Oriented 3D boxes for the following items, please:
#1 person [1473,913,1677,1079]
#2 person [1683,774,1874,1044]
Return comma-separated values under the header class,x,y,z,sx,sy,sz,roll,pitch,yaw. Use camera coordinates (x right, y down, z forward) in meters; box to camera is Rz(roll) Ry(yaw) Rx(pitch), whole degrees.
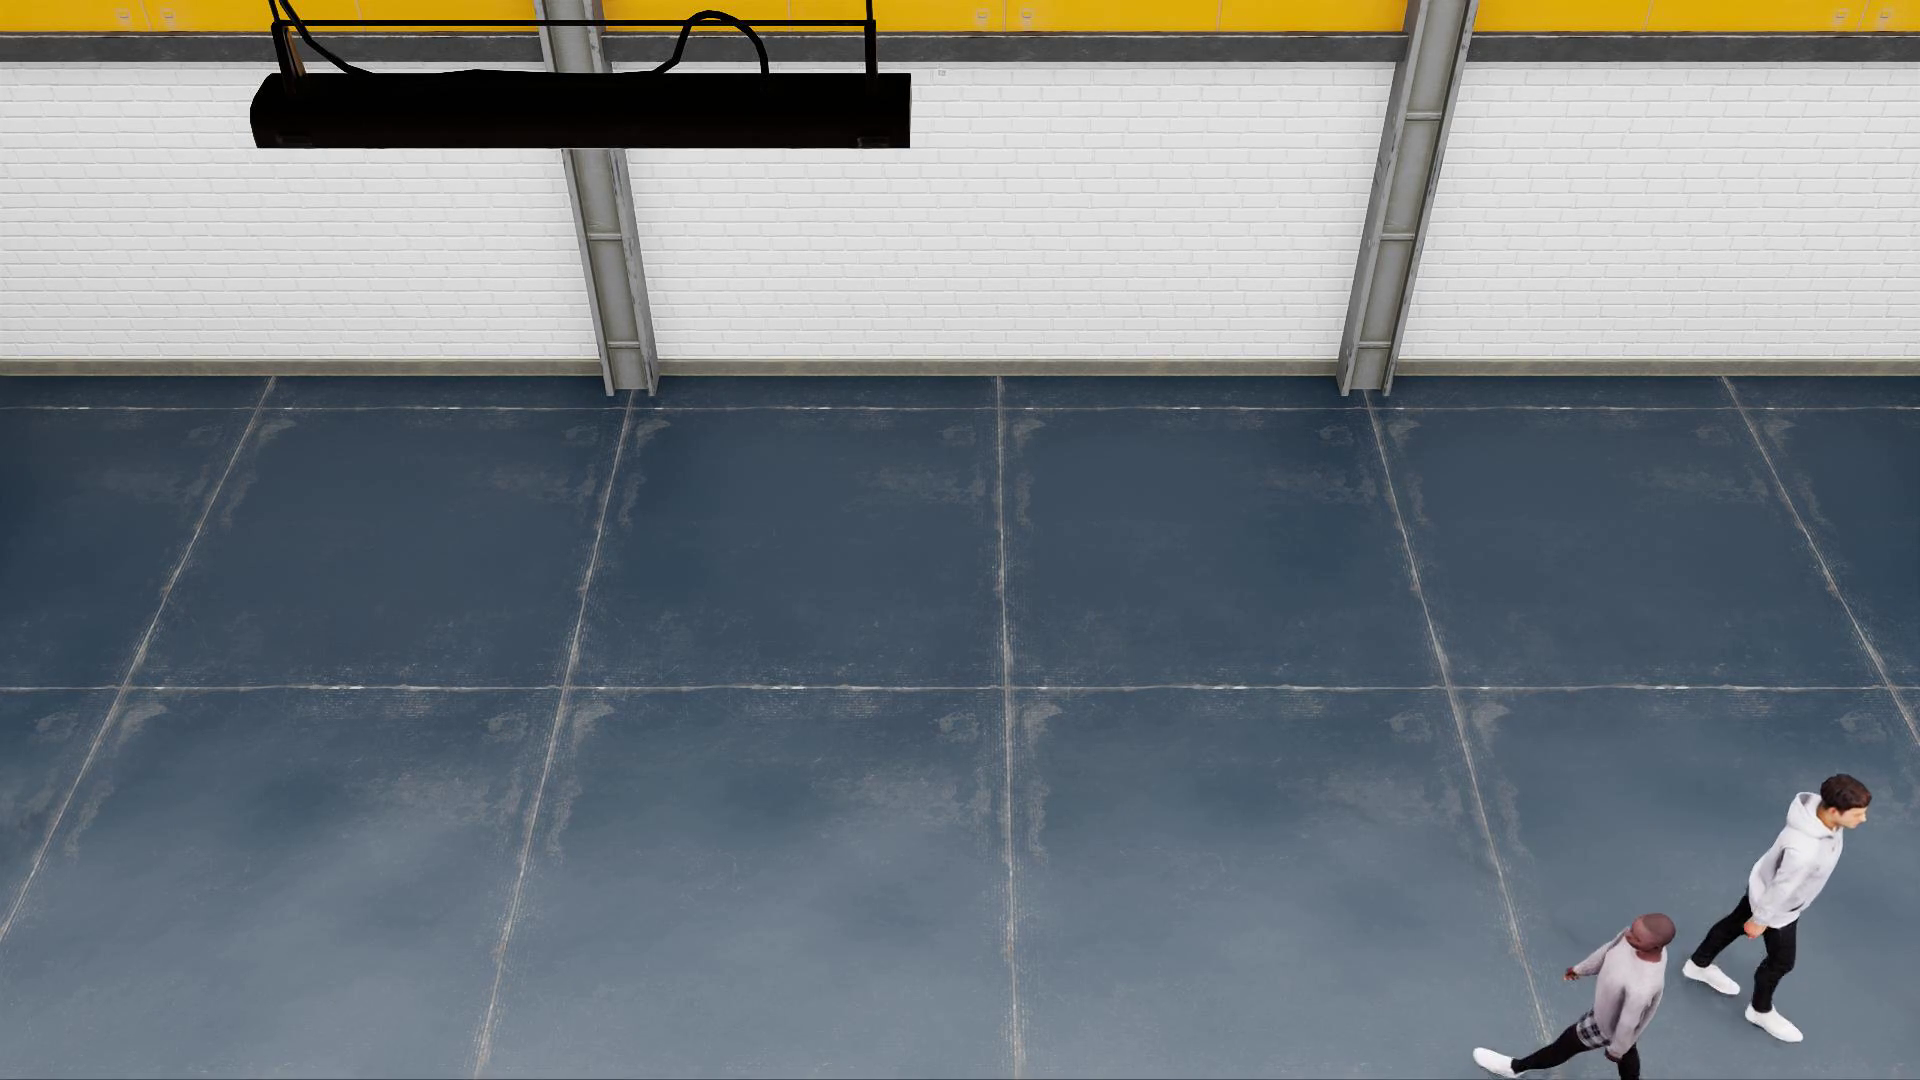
class,x,y,z,sx,sy,sz,roll,pitch,yaw
person,3.453,2.458,8.500,1.215,1.733,0.948,18,47,18
person,4.326,1.874,8.989,1.089,1.904,1.000,26,49,25
